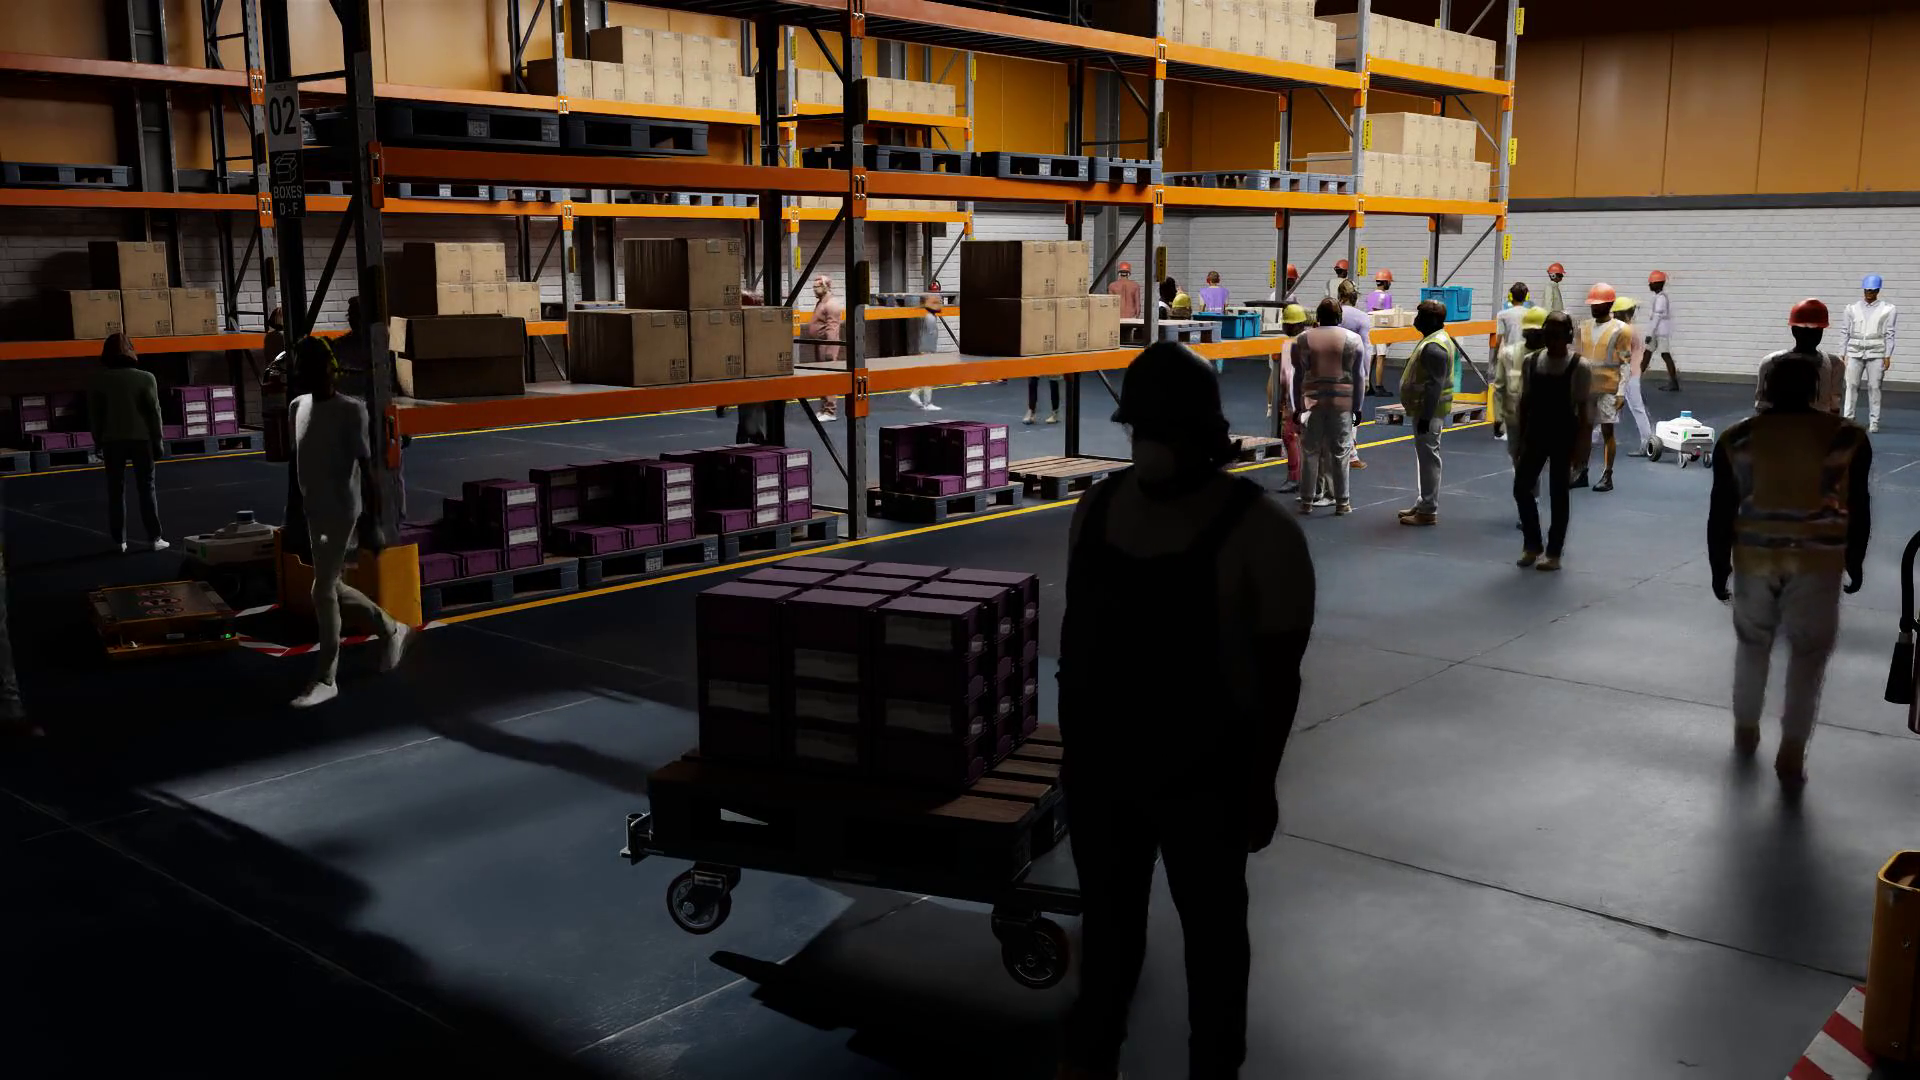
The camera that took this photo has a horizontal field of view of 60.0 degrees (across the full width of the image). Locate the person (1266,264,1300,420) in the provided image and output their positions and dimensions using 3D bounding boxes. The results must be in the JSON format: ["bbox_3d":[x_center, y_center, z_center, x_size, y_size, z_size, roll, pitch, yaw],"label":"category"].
[{"bbox_3d":[4.269,-2.598,21.887,0.381,2.045,0.605,-4,11,-21],"label":"person"}]

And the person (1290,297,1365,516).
[{"bbox_3d":[3.098,-1.121,14.057,0.627,1.844,0.429,3,10,15],"label":"person"}]

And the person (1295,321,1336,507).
[{"bbox_3d":[3.181,-1.113,14.580,0.310,1.642,0.514,-2,10,-14],"label":"person"}]

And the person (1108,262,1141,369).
[{"bbox_3d":[3.061,-4.177,31.023,0.612,1.995,0.382,0,10,2],"label":"person"}]

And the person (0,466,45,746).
[{"bbox_3d":[-4.486,0.018,7.386,0.905,1.903,0.649,7,12,36],"label":"person"}]

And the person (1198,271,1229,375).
[{"bbox_3d":[4.511,-3.863,29.654,0.565,1.846,0.390,-2,10,-12],"label":"person"}]

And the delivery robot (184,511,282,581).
[{"bbox_3d":[-4.609,0.053,10.764,0.707,0.478,0.477,-10,14,-43],"label":"delivery robot"}]

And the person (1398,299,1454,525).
[{"bbox_3d":[3.806,-1.043,13.608,0.429,1.847,0.627,2,10,13],"label":"person"}]

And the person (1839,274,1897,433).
[{"bbox_3d":[11.081,-2.275,20.351,0.603,1.940,0.413,8,13,39],"label":"person"}]

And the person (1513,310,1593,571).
[{"bbox_3d":[4.108,-0.680,11.588,0.550,1.823,0.464,9,13,42],"label":"person"}]

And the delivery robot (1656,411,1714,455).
[{"bbox_3d":[7.555,-1.100,17.332,0.477,0.478,0.707,0,10,-1],"label":"delivery robot"}]

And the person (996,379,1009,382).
[{"bbox_3d":[0.664,-3.536,27.737,0.643,1.872,0.763,0,10,2],"label":"person"}]

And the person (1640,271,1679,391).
[{"bbox_3d":[10.946,-3.296,26.298,0.981,1.882,0.552,4,11,20],"label":"person"}]

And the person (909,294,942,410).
[{"bbox_3d":[-0.443,-2.606,23.148,0.391,1.615,0.542,-1,10,-4],"label":"person"}]

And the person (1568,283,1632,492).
[{"bbox_3d":[5.922,-1.414,15.461,0.377,1.932,0.552,-8,13,-39],"label":"person"}]

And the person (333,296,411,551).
[{"bbox_3d":[-4.387,-0.851,12.376,0.659,1.909,0.421,1,10,6],"label":"person"}]

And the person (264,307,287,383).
[{"bbox_3d":[-7.279,-1.690,17.914,0.496,1.629,0.277,7,12,33],"label":"person"}]

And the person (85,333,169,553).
[{"bbox_3d":[-6.177,-0.716,12.348,0.497,1.632,0.289,-2,10,-14],"label":"person"}]

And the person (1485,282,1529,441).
[{"bbox_3d":[6.449,-2.070,19.397,0.560,1.870,0.330,-1,10,-3],"label":"person"}]

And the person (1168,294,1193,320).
[{"bbox_3d":[2.493,-1.924,18.931,0.346,1.737,0.485,-7,12,-35],"label":"person"}]

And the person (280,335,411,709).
[{"bbox_3d":[-3.132,-0.129,8.439,0.495,1.844,0.828,6,12,30],"label":"person"}]

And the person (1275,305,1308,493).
[{"bbox_3d":[3.092,-1.296,15.345,0.606,1.732,0.542,-2,10,-10],"label":"person"}]

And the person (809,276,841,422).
[{"bbox_3d":[-1.778,-2.495,21.735,0.406,1.898,0.648,-3,10,-18],"label":"person"}]

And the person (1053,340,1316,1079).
[{"bbox_3d":[0.494,0.513,4.184,0.680,2.000,0.535,7,12,36],"label":"person"}]

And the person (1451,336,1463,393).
[{"bbox_3d":[6.730,-2.642,23.074,0.594,1.710,0.493,7,12,36],"label":"person"}]

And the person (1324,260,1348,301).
[{"bbox_3d":[6.992,-4.125,30.586,0.393,2.041,0.614,-9,13,-40],"label":"person"}]

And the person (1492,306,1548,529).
[{"bbox_3d":[4.688,-1.023,13.646,0.595,1.800,0.866,6,12,31],"label":"person"}]

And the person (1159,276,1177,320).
[{"bbox_3d":[2.438,-2.223,20.120,0.387,1.917,0.589,1,10,5],"label":"person"}]

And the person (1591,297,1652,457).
[{"bbox_3d":[7.139,-1.775,18.093,0.918,1.713,0.540,5,11,28],"label":"person"}]

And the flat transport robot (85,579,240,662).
[{"bbox_3d":[-4.651,0.438,9.650,0.652,0.197,1.431,-6,12,-31],"label":"flat transport robot"}]

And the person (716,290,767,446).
[{"bbox_3d":[-1.886,-1.277,14.825,0.993,1.889,0.564,-10,14,-44],"label":"person"}]

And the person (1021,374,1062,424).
[{"bbox_3d":[1.051,-2.289,21.173,0.550,1.662,0.764,5,11,28],"label":"person"}]

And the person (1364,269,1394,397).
[{"bbox_3d":[6.393,-3.145,25.305,0.379,1.937,0.548,-4,11,-23],"label":"person"}]

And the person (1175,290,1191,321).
[{"bbox_3d":[3.265,-2.917,24.853,0.315,1.641,0.514,9,13,42],"label":"person"}]

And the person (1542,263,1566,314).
[{"bbox_3d":[10.240,-3.779,28.753,0.377,1.995,0.612,5,11,26],"label":"person"}]

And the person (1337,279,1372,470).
[{"bbox_3d":[3.912,-1.677,16.945,0.368,1.939,0.632,-9,14,-42],"label":"person"}]

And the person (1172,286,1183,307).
[{"bbox_3d":[3.569,-3.387,27.521,0.309,1.645,0.514,0,10,1],"label":"person"}]

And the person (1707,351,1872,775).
[{"bbox_3d":[3.588,0.091,7.237,0.631,1.817,0.793,6,12,31],"label":"person"}]

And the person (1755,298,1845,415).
[{"bbox_3d":[5.405,-0.584,10.726,0.551,1.936,0.356,0,10,1],"label":"person"}]

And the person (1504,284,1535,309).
[{"bbox_3d":[9.261,-3.426,27.602,0.533,1.694,0.319,1,10,3],"label":"person"}]
